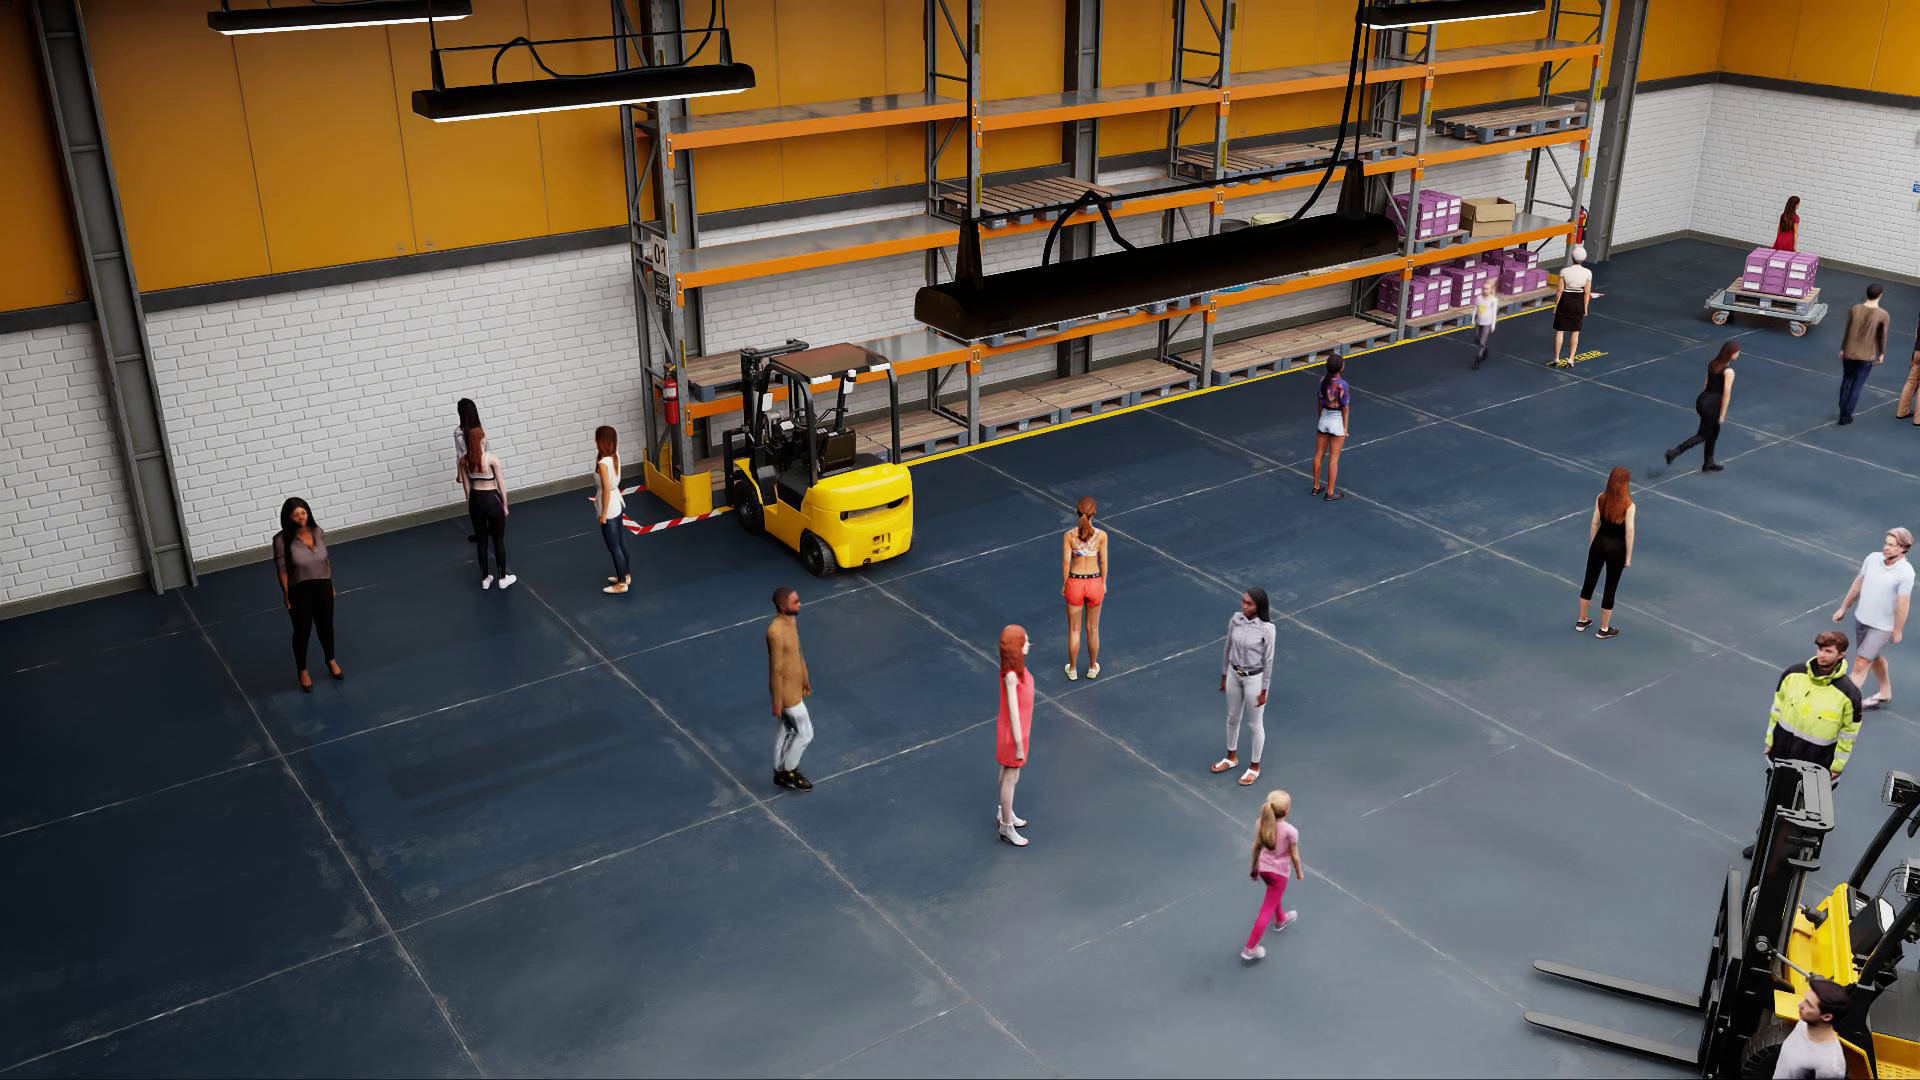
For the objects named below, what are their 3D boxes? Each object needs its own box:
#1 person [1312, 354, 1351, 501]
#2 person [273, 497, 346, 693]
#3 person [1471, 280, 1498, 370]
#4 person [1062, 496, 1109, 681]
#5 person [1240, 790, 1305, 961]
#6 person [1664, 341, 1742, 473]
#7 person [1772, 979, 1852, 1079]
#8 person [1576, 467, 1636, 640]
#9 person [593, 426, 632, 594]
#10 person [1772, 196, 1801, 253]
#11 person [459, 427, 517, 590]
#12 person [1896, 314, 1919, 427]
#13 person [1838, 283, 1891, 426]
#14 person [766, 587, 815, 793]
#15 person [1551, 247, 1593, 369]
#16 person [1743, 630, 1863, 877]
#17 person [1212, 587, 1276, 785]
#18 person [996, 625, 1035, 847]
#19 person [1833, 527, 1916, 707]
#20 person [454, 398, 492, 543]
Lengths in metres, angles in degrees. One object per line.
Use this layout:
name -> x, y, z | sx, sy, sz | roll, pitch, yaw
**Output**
person -> 4.308, -1.326, 19.311 | 0.520, 1.743, 0.597 | -18, 29, -35
person -> -5.918, 0.468, 15.083 | 0.755, 1.841, 0.606 | 20, 31, 39
person -> 7.597, -3.135, 24.048 | 0.617, 1.261, 0.899 | 20, 31, 38
person -> 1.136, 0.443, 15.203 | 0.657, 1.792, 0.735 | 0, 24, -1
person -> 2.152, 2.338, 11.549 | 0.939, 1.247, 0.553 | -21, 31, -39
person -> 8.916, -1.556, 19.953 | 1.142, 1.649, 0.914 | -4, 24, -8
person -> 4.488, 3.146, 8.929 | 0.784, 1.863, 0.730 | 3, 24, 8
person -> 6.250, 0.104, 16.060 | 0.521, 1.726, 0.587 | -18, 30, -36
person -> -3.542, -0.316, 16.947 | 0.726, 1.785, 0.684 | 2, 24, 5
person -> 13.895, -5.016, 27.987 | 0.627, 1.554, 0.564 | -12, 26, -25
person -> -4.857, -0.329, 17.032 | 0.652, 1.740, 0.728 | 2, 24, 5
person -> 12.646, -2.436, 21.727 | 0.728, 1.841, 0.762 | -5, 24, -12
person -> 11.648, -2.394, 21.593 | 0.813, 1.871, 0.710 | -21, 31, -39
person -> -1.480, 1.206, 13.438 | 0.826, 1.806, 0.778 | 3, 24, 6
person -> 8.772, -3.332, 23.882 | 0.698, 1.756, 0.733 | 6, 24, 15
person -> 6.328, 1.558, 12.412 | 0.671, 1.983, 0.791 | -20, 30, -37
person -> 2.352, 1.169, 13.626 | 0.635, 1.724, 0.567 | 22, 32, 40
person -> 0.401, 1.481, 12.783 | 0.685, 1.828, 0.661 | 0, 24, 0
person -> 8.088, 0.729, 14.553 | 1.253, 1.787, 0.951 | -5, 24, -12
person -> -5.297, -0.776, 18.190 | 0.739, 1.632, 0.610 | 12, 26, 25
